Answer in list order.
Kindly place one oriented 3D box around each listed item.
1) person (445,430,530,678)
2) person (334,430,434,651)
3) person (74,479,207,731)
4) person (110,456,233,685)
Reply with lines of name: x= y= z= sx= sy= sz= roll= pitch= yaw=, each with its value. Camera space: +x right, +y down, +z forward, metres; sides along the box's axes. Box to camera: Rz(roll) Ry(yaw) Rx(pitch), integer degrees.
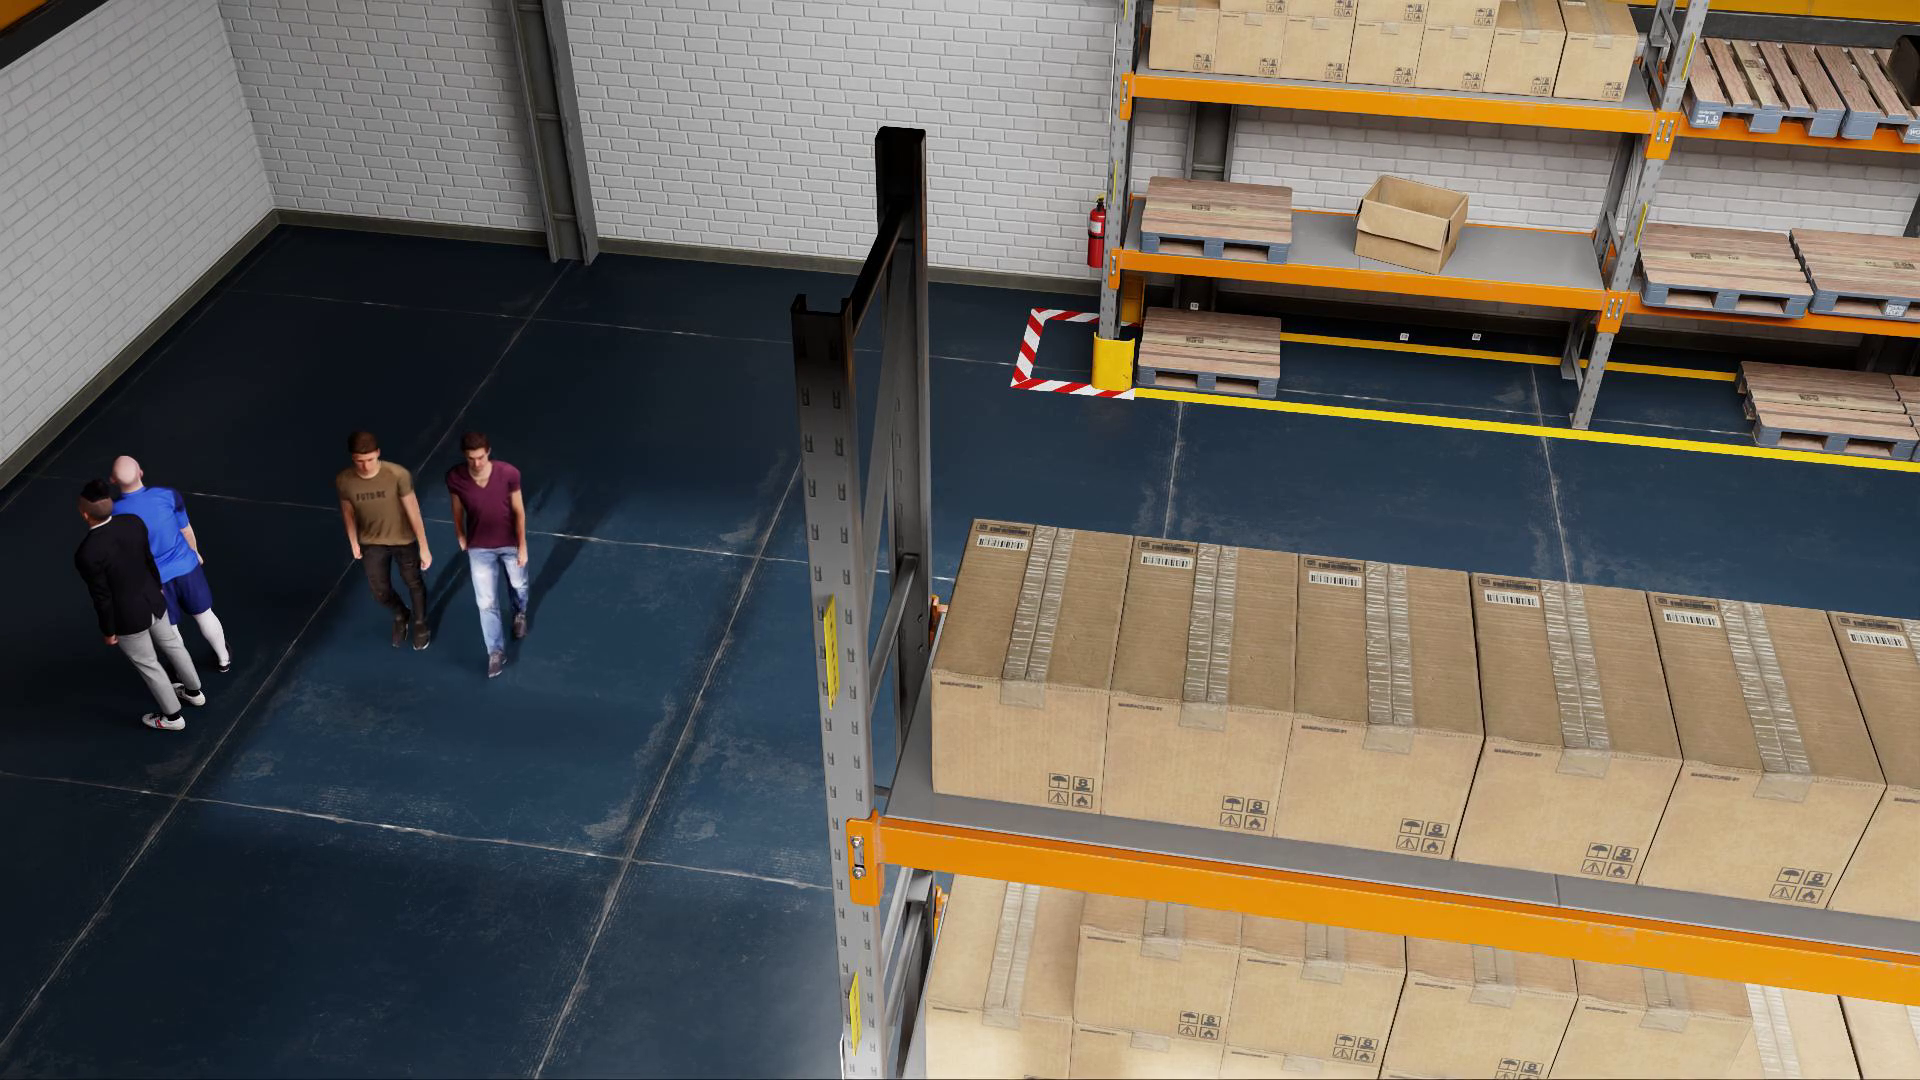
person: x=-3.159 y=-0.059 z=11.344 sx=1.037 sy=1.818 sz=0.959 roll=-8 pitch=39 yaw=-9
person: x=-3.864 y=-0.054 z=11.325 sx=0.711 sy=1.834 sz=0.846 roll=-7 pitch=39 yaw=-9
person: x=-5.290 y=0.405 z=10.657 sx=0.618 sy=1.950 sz=0.735 roll=11 pitch=40 yaw=13
person: x=-5.260 y=0.200 z=11.001 sx=0.754 sy=1.842 sz=0.805 roll=-25 pitch=45 yaw=-28
